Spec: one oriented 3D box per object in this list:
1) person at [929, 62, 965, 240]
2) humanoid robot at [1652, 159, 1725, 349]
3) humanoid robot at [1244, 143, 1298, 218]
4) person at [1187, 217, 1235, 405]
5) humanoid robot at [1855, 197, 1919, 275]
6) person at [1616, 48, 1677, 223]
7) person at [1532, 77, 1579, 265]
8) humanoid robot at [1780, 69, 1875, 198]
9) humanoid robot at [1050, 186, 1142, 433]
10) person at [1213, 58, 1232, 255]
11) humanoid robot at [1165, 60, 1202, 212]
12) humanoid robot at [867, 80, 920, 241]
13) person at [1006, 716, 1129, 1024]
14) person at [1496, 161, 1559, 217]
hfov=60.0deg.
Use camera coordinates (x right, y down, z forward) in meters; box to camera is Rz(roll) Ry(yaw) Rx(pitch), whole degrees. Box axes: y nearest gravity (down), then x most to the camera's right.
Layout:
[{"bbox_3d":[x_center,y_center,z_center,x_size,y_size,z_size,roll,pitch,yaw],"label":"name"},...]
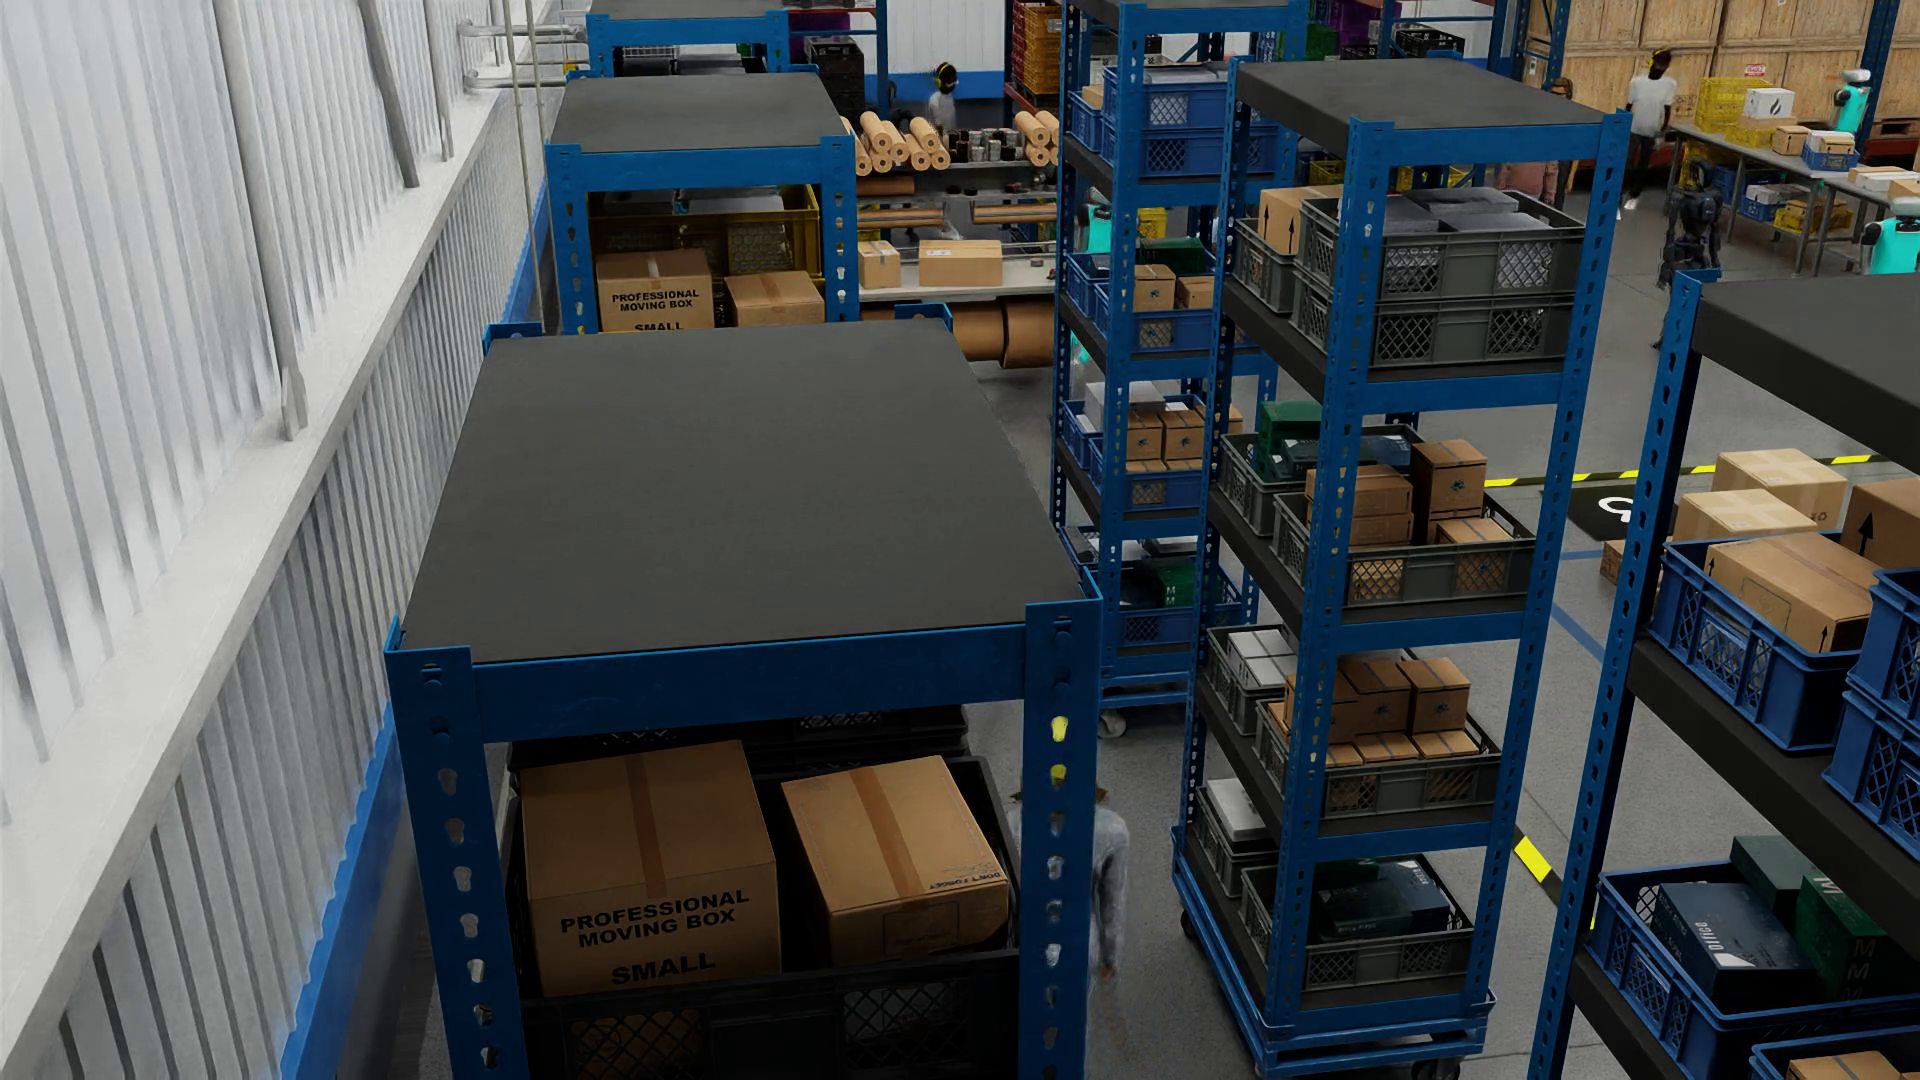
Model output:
[{"bbox_3d":[-0.110,-3.966,17.046,0.419,1.838,0.563,11,27,22],"label":"person"},{"bbox_3d":[5.996,-2.268,13.559,0.603,1.640,0.652,-10,27,-21],"label":"humanoid robot"},{"bbox_3d":[2.903,-3.195,15.613,0.610,1.626,0.773,6,25,13],"label":"humanoid robot"},{"bbox_3d":[1.674,-1.238,11.097,0.388,1.849,0.596,-4,25,-10],"label":"person"},{"bbox_3d":[6.624,-1.537,11.727,0.533,1.672,0.735,1,25,2],"label":"humanoid robot"},{"bbox_3d":[7.408,-4.422,18.064,0.542,1.816,0.929,9,26,19],"label":"person"},{"bbox_3d":[5.720,-3.544,16.116,0.504,1.846,0.349,21,32,38],"label":"person"},{"bbox_3d":[8.899,-4.012,17.289,0.531,1.791,0.838,-14,28,-28],"label":"humanoid robot"},{"bbox_3d":[0.866,-1.657,12.199,0.559,1.818,0.896,20,31,36],"label":"humanoid robot"},{"bbox_3d":[2.626,-3.704,16.299,0.612,1.991,0.996,-1,25,-2],"label":"person"},{"bbox_3d":[2.438,-4.432,18.259,0.610,1.635,0.591,0,25,1],"label":"humanoid robot"},{"bbox_3d":[-0.699,-3.879,17.038,0.601,1.641,0.384,5,25,10],"label":"humanoid robot"},{"bbox_3d":[0.322,1.390,5.522,0.488,1.727,0.597,-6,25,-12],"label":"person"},{"bbox_3d":[5.311,-3.205,15.510,0.538,1.721,0.827,-4,25,-8],"label":"person"}]
